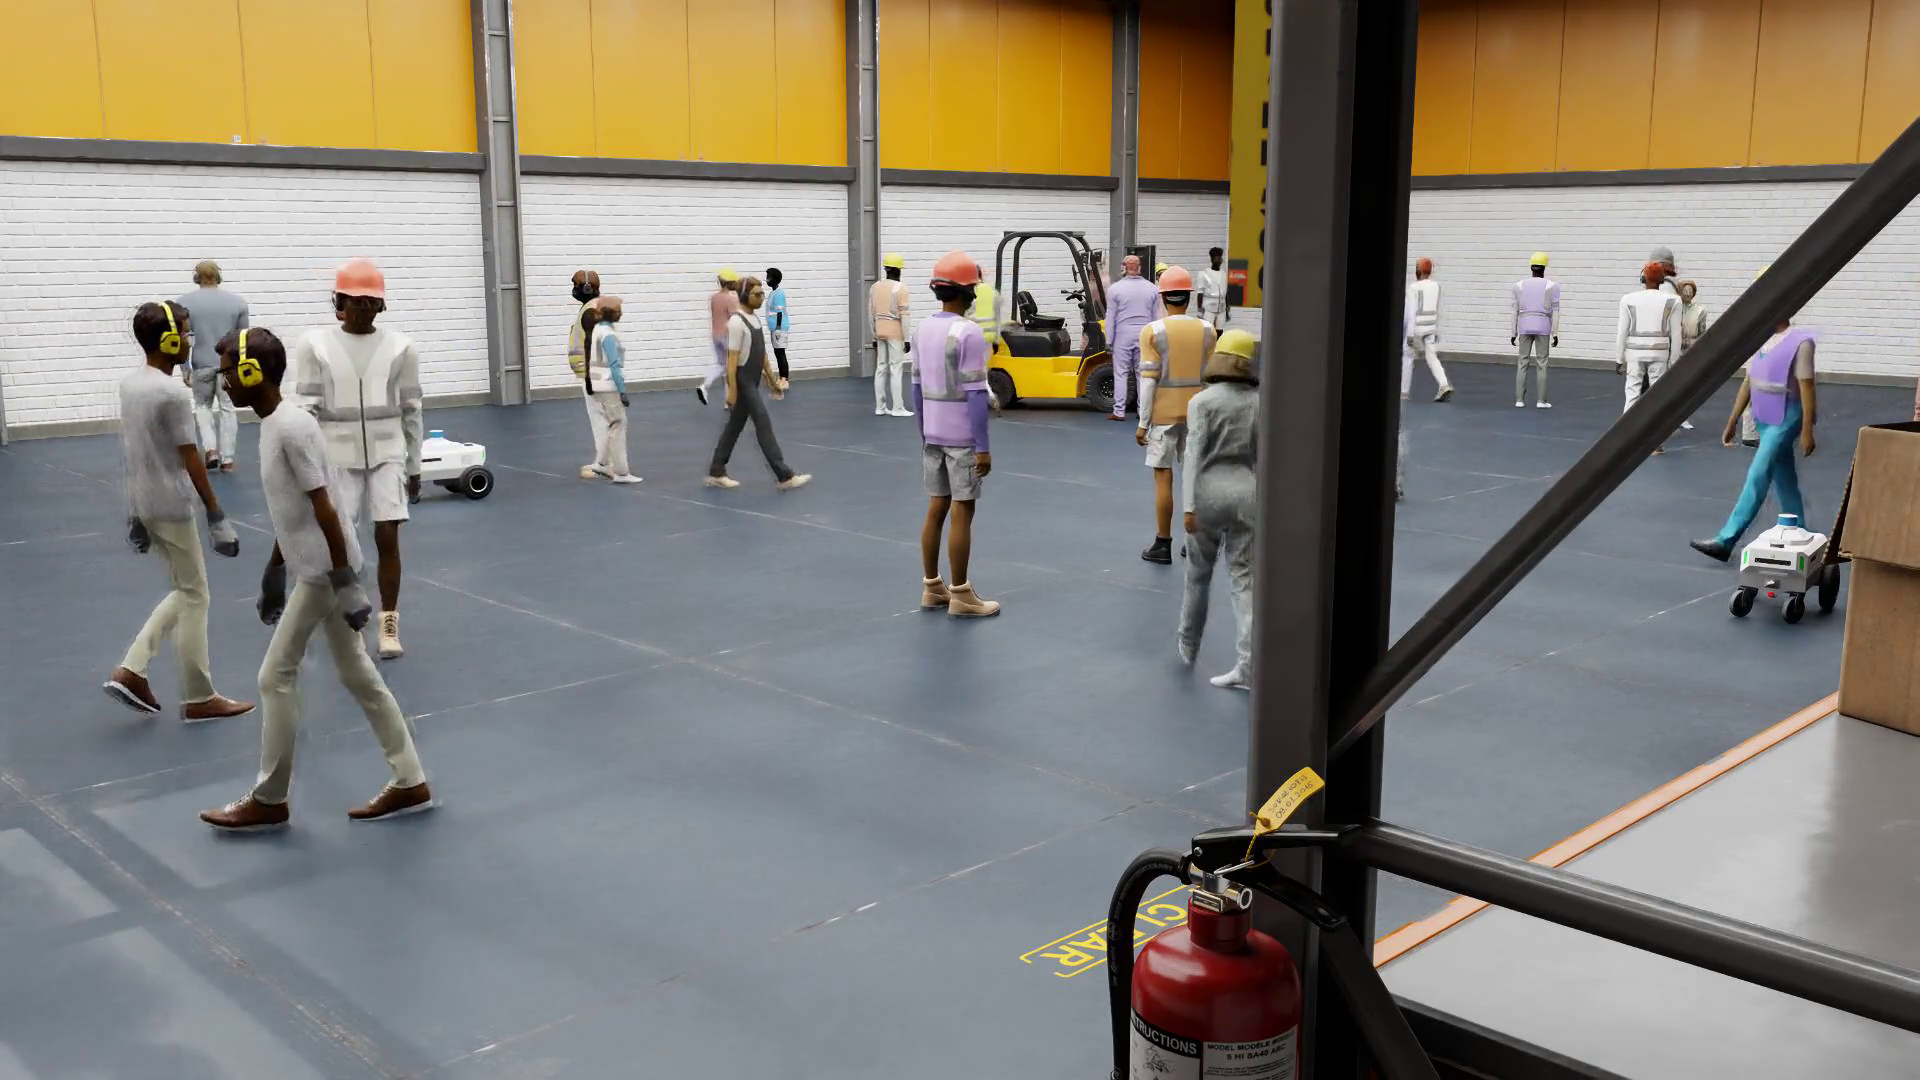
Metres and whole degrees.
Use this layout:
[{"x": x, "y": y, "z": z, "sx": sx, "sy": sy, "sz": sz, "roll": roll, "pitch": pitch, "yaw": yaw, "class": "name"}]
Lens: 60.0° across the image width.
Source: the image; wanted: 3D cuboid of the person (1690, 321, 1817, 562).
[{"x": 5.190, "y": -0.742, "z": 10.824, "sx": 0.919, "sy": 1.797, "sz": 0.596, "roll": 0, "pitch": 10, "yaw": -1, "class": "person"}]

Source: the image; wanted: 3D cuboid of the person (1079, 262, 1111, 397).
[{"x": 1.753, "y": -2.798, "z": 21.797, "sx": 0.430, "sy": 1.893, "sz": 0.651, "roll": 0, "pitch": 10, "yaw": 2, "class": "person"}]

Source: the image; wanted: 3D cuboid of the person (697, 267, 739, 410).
[{"x": -2.908, "y": -2.450, "z": 20.285, "sx": 0.510, "sy": 1.748, "sz": 0.533, "roll": -10, "pitch": 14, "yaw": -42, "class": "person"}]

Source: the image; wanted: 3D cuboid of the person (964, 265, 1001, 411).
[{"x": 0.241, "y": -2.377, "z": 19.753, "sx": 0.634, "sy": 1.811, "sz": 0.747, "roll": -7, "pitch": 13, "yaw": -35, "class": "person"}]

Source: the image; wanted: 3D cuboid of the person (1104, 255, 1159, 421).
[{"x": 1.959, "y": -2.318, "z": 19.176, "sx": 0.649, "sy": 1.900, "sz": 0.401, "roll": -3, "pitch": 11, "yaw": -17, "class": "person"}]

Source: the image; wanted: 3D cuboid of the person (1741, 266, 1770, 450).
[{"x": 8.045, "y": -1.823, "z": 16.654, "sx": 0.404, "sy": 1.830, "sz": 0.603, "roll": 6, "pitch": 12, "yaw": 28, "class": "person"}]

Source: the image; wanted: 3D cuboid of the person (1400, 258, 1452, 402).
[{"x": 5.994, "y": -2.697, "z": 21.395, "sx": 0.587, "sy": 1.849, "sz": 0.935, "roll": -5, "pitch": 12, "yaw": -27, "class": "person"}]

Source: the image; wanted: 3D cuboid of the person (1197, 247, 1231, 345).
[{"x": 4.039, "y": -3.669, "z": 26.405, "sx": 0.611, "sy": 1.955, "sz": 0.400, "roll": -4, "pitch": 11, "yaw": -22, "class": "person"}]

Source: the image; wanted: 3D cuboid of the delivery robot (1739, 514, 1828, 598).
[{"x": 4.667, "y": 0.097, "z": 9.413, "sx": 0.477, "sy": 0.478, "sz": 0.707, "roll": 7, "pitch": 13, "yaw": 35, "class": "delivery robot"}]

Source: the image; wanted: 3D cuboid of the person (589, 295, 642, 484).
[{"x": -2.977, "y": -1.287, "z": 14.270, "sx": 0.385, "sy": 1.630, "sz": 0.538, "roll": -4, "pitch": 11, "yaw": -20, "class": "person"}]

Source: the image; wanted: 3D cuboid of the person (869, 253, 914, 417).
[{"x": -0.807, "y": -2.411, "z": 19.604, "sx": 0.590, "sy": 1.926, "sz": 0.388, "roll": 9, "pitch": 13, "yaw": 39, "class": "person"}]

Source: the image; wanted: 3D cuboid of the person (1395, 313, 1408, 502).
[{"x": 3.168, "y": -1.201, "z": 13.067, "sx": 0.927, "sy": 1.897, "sz": 0.645, "roll": -5, "pitch": 12, "yaw": -26, "class": "person"}]

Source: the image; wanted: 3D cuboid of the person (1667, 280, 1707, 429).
[{"x": 7.955, "y": -2.038, "z": 18.352, "sx": 0.515, "sy": 1.640, "sz": 0.315, "roll": 1, "pitch": 10, "yaw": 3, "class": "person"}]

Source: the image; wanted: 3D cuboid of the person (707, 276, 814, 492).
[{"x": -1.721, "y": -1.294, "z": 13.878, "sx": 0.970, "sy": 1.794, "sz": 0.511, "roll": 1, "pitch": 10, "yaw": 8, "class": "person"}]

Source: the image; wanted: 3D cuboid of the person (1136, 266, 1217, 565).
[{"x": 1.394, "y": -0.809, "z": 10.844, "sx": 0.550, "sy": 1.933, "sz": 0.370, "roll": -4, "pitch": 11, "yaw": -20, "class": "person"}]

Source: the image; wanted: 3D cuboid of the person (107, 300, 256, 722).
[{"x": -3.398, "y": -0.102, "z": 7.199, "sx": 0.549, "sy": 1.857, "sz": 0.494, "roll": 10, "pitch": 14, "yaw": 42, "class": "person"}]

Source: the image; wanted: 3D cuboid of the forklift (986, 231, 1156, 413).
[{"x": 1.222, "y": -2.721, "z": 20.561, "sx": 2.313, "sy": 2.155, "sz": 1.214, "roll": 2, "pitch": 11, "yaw": 13, "class": "forklift"}]

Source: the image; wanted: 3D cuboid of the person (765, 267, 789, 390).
[{"x": -2.535, "y": -2.924, "z": 23.049, "sx": 0.321, "sy": 1.690, "sz": 0.536, "roll": -3, "pitch": 11, "yaw": -16, "class": "person"}]

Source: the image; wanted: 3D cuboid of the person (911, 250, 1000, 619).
[{"x": -0.017, "y": -0.583, "z": 9.307, "sx": 0.369, "sy": 2.044, "sz": 0.615, "roll": -7, "pitch": 13, "yaw": -35, "class": "person"}]

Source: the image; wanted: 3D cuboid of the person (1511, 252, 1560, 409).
[{"x": 7.093, "y": -2.582, "z": 20.528, "sx": 0.584, "sy": 1.929, "sz": 0.371, "roll": 6, "pitch": 12, "yaw": 29, "class": "person"}]

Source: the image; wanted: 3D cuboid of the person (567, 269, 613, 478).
[{"x": -3.255, "y": -1.469, "z": 14.741, "sx": 0.430, "sy": 1.835, "sz": 0.621, "roll": -2, "pitch": 11, "yaw": -11, "class": "person"}]

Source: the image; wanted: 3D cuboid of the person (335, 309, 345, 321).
[{"x": -5.378, "y": -1.387, "z": 14.818, "sx": 0.276, "sy": 1.631, "sz": 0.507, "roll": -4, "pitch": 11, "yaw": -19, "class": "person"}]

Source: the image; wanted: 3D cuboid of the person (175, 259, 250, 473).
[{"x": -6.683, "y": -1.556, "z": 14.954, "sx": 0.634, "sy": 1.918, "sz": 0.454, "roll": -5, "pitch": 11, "yaw": -25, "class": "person"}]

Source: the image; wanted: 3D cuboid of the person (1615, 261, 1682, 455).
[{"x": 6.692, "y": -1.763, "z": 16.181, "sx": 0.584, "sy": 1.883, "sz": 0.345, "roll": 5, "pitch": 11, "yaw": 24, "class": "person"}]

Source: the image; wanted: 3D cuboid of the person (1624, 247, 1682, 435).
[{"x": 7.375, "y": -2.123, "z": 17.722, "sx": 0.684, "sy": 2.000, "sz": 0.742, "roll": 7, "pitch": 12, "yaw": 32, "class": "person"}]

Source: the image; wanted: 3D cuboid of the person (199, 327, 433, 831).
[{"x": -2.380, "y": 0.149, "z": 5.965, "sx": 0.887, "sy": 1.799, "sz": 0.529, "roll": -4, "pitch": 11, "yaw": -19, "class": "person"}]

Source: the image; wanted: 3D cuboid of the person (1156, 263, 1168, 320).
[{"x": 2.743, "y": -2.883, "z": 22.642, "sx": 0.524, "sy": 1.759, "sz": 0.337, "roll": -4, "pitch": 11, "yaw": -21, "class": "person"}]

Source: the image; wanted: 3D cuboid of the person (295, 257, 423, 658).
[{"x": -3.071, "y": -0.434, "z": 8.551, "sx": 0.627, "sy": 2.025, "sz": 0.778, "roll": -5, "pitch": 11, "yaw": -23, "class": "person"}]

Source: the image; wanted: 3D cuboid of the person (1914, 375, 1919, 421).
[{"x": 10.915, "y": -2.188, "z": 18.444, "sx": 0.402, "sy": 1.906, "sz": 0.652, "roll": 0, "pitch": 10, "yaw": 1, "class": "person"}]

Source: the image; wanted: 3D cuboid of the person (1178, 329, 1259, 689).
[{"x": 1.270, "y": -0.162, "z": 8.004, "sx": 0.521, "sy": 1.674, "sz": 0.767, "roll": -3, "pitch": 11, "yaw": -16, "class": "person"}]

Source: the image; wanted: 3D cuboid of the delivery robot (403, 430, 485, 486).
[{"x": -4.227, "y": -0.645, "z": 13.459, "sx": 0.707, "sy": 0.478, "sz": 0.477, "roll": -8, "pitch": 13, "yaw": -37, "class": "delivery robot"}]
